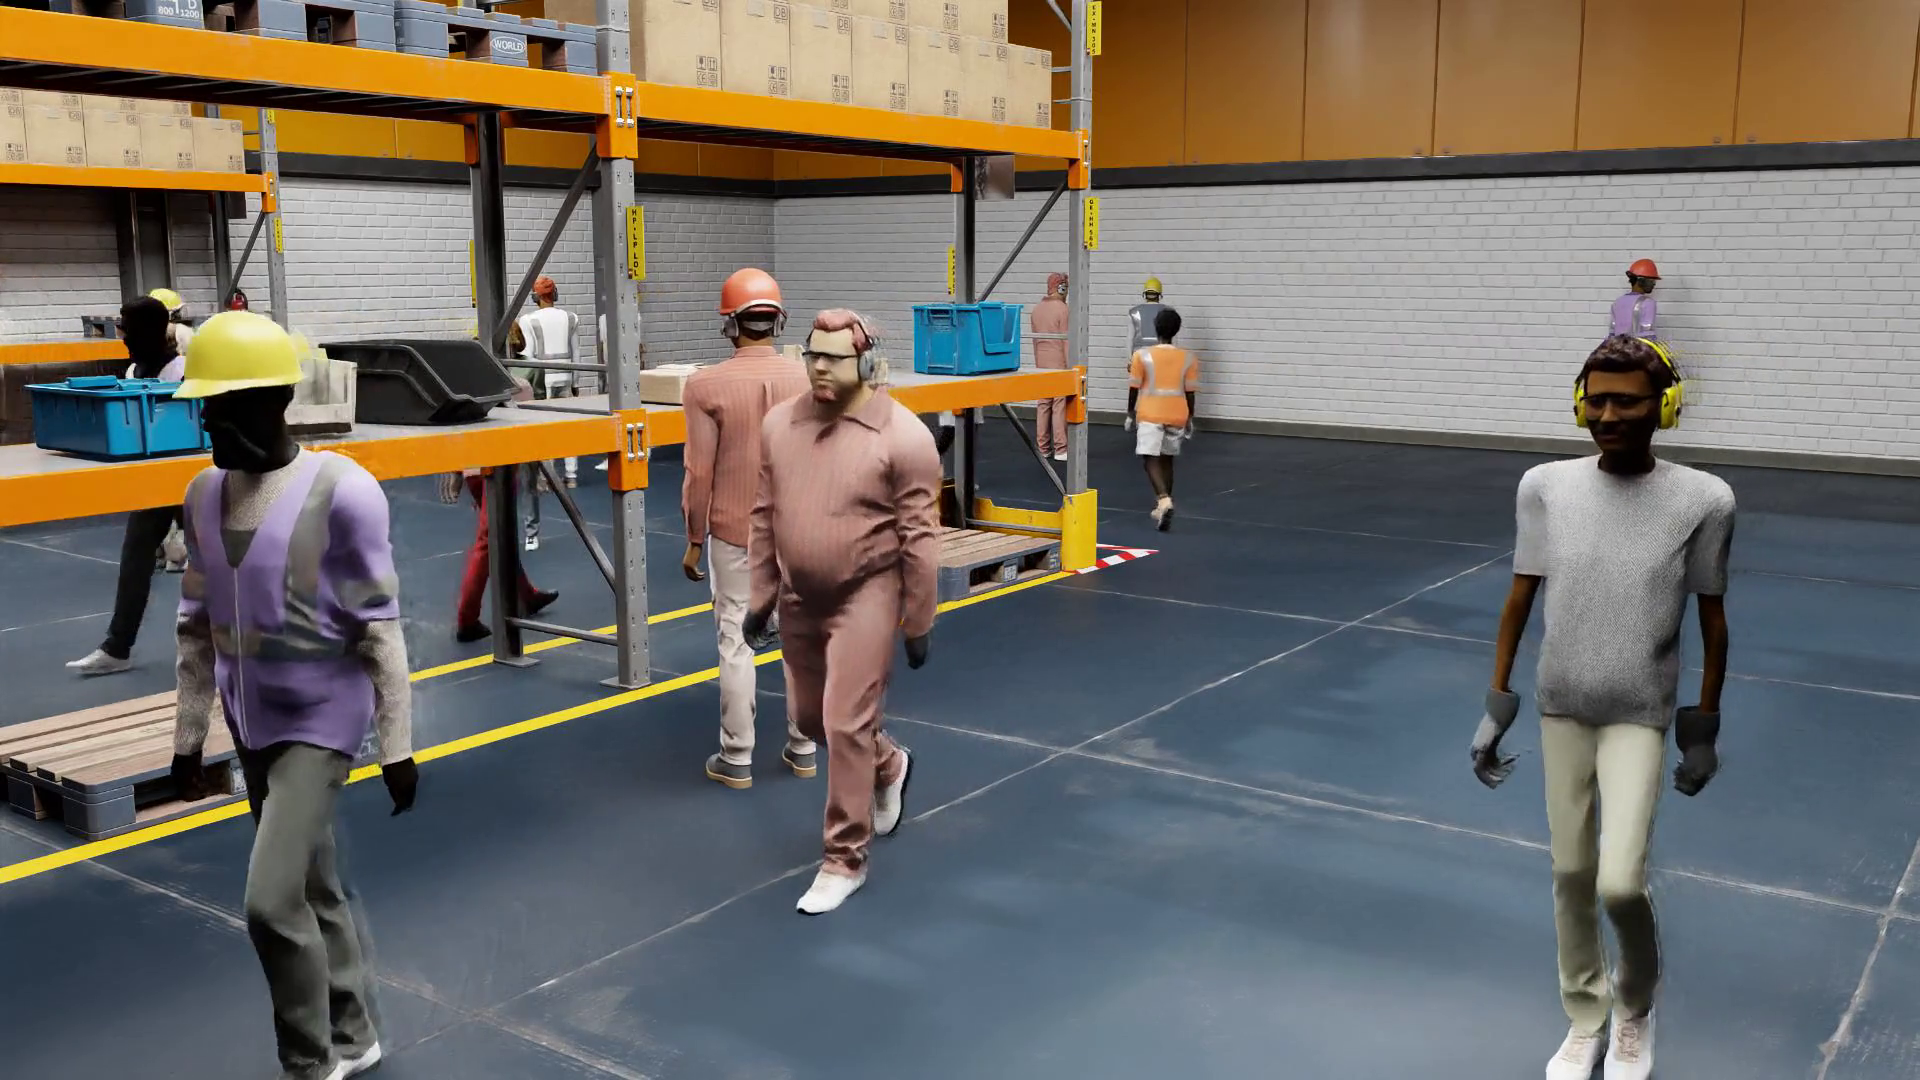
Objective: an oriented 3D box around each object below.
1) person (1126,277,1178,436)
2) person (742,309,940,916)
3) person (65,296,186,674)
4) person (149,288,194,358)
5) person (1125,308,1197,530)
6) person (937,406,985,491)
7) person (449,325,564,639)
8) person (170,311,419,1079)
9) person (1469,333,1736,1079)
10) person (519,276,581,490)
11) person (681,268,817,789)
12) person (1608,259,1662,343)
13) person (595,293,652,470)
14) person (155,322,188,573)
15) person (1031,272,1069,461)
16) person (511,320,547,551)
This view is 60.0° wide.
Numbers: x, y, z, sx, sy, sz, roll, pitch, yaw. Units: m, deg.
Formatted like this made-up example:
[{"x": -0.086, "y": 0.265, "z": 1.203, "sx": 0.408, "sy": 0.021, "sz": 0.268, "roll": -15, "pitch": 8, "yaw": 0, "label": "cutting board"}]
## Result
[{"x": 2.203, "y": -2.091, "z": 19.107, "sx": 0.592, "sy": 1.833, "sz": 0.404, "roll": 1, "pitch": 10, "yaw": 8, "label": "person"}, {"x": -0.342, "y": 0.188, "z": 5.406, "sx": 0.649, "sy": 1.878, "sz": 0.800, "roll": 6, "pitch": 11, "yaw": 32, "label": "person"}, {"x": -3.940, "y": -0.286, "z": 8.308, "sx": 0.599, "sy": 1.855, "sz": 1.032, "roll": 6, "pitch": 11, "yaw": 33, "label": "person"}, {"x": -6.148, "y": -1.066, "z": 13.066, "sx": 0.646, "sy": 1.819, "sz": 0.602, "roll": -1, "pitch": 10, "yaw": -7, "label": "person"}, {"x": 1.561, "y": -0.919, "z": 12.627, "sx": 0.537, "sy": 1.667, "sz": 0.784, "roll": -2, "pitch": 10, "yaw": -14, "label": "person"}, {"x": -0.011, "y": -1.285, "z": 14.725, "sx": 0.546, "sy": 1.685, "sz": 0.542, "roll": -4, "pitch": 10, "yaw": -23, "label": "person"}, {"x": -2.506, "y": -0.353, "z": 9.094, "sx": 0.535, "sy": 1.723, "sz": 0.890, "roll": 6, "pitch": 11, "yaw": 31, "label": "person"}, {"x": -1.601, "y": 0.439, "z": 3.811, "sx": 0.624, "sy": 1.905, "sz": 0.641, "roll": 5, "pitch": 11, "yaw": 29, "label": "person"}, {"x": 1.529, "y": 0.435, "z": 4.011, "sx": 0.522, "sy": 1.854, "sz": 0.429, "roll": 8, "pitch": 12, "yaw": 39, "label": "person"}, {"x": -3.624, "y": -1.379, "z": 14.712, "sx": 0.574, "sy": 1.887, "sz": 0.355, "roll": -8, "pitch": 13, "yaw": -41, "label": "person"}, {"x": -0.780, "y": -0.042, "z": 6.426, "sx": 0.623, "sy": 1.991, "sz": 0.390, "roll": -5, "pitch": 11, "yaw": -27, "label": "person"}, {"x": 6.700, "y": -1.759, "z": 16.513, "sx": 0.393, "sy": 2.040, "sz": 0.611, "roll": -2, "pitch": 10, "yaw": -15, "label": "person"}, {"x": -3.310, "y": -1.627, "z": 16.346, "sx": 0.514, "sy": 1.845, "sz": 0.814, "roll": 6, "pitch": 11, "yaw": 32, "label": "person"}, {"x": -5.182, "y": -0.605, "z": 10.832, "sx": 0.515, "sy": 1.641, "sz": 0.315, "roll": 9, "pitch": 13, "yaw": 44, "label": "person"}, {"x": 0.993, "y": -1.749, "z": 16.859, "sx": 0.411, "sy": 1.908, "sz": 0.643, "roll": -6, "pitch": 11, "yaw": -32, "label": "person"}, {"x": -3.126, "y": -0.732, "z": 11.604, "sx": 0.501, "sy": 1.633, "sz": 0.286, "roll": 0, "pitch": 10, "yaw": 2, "label": "person"}]
